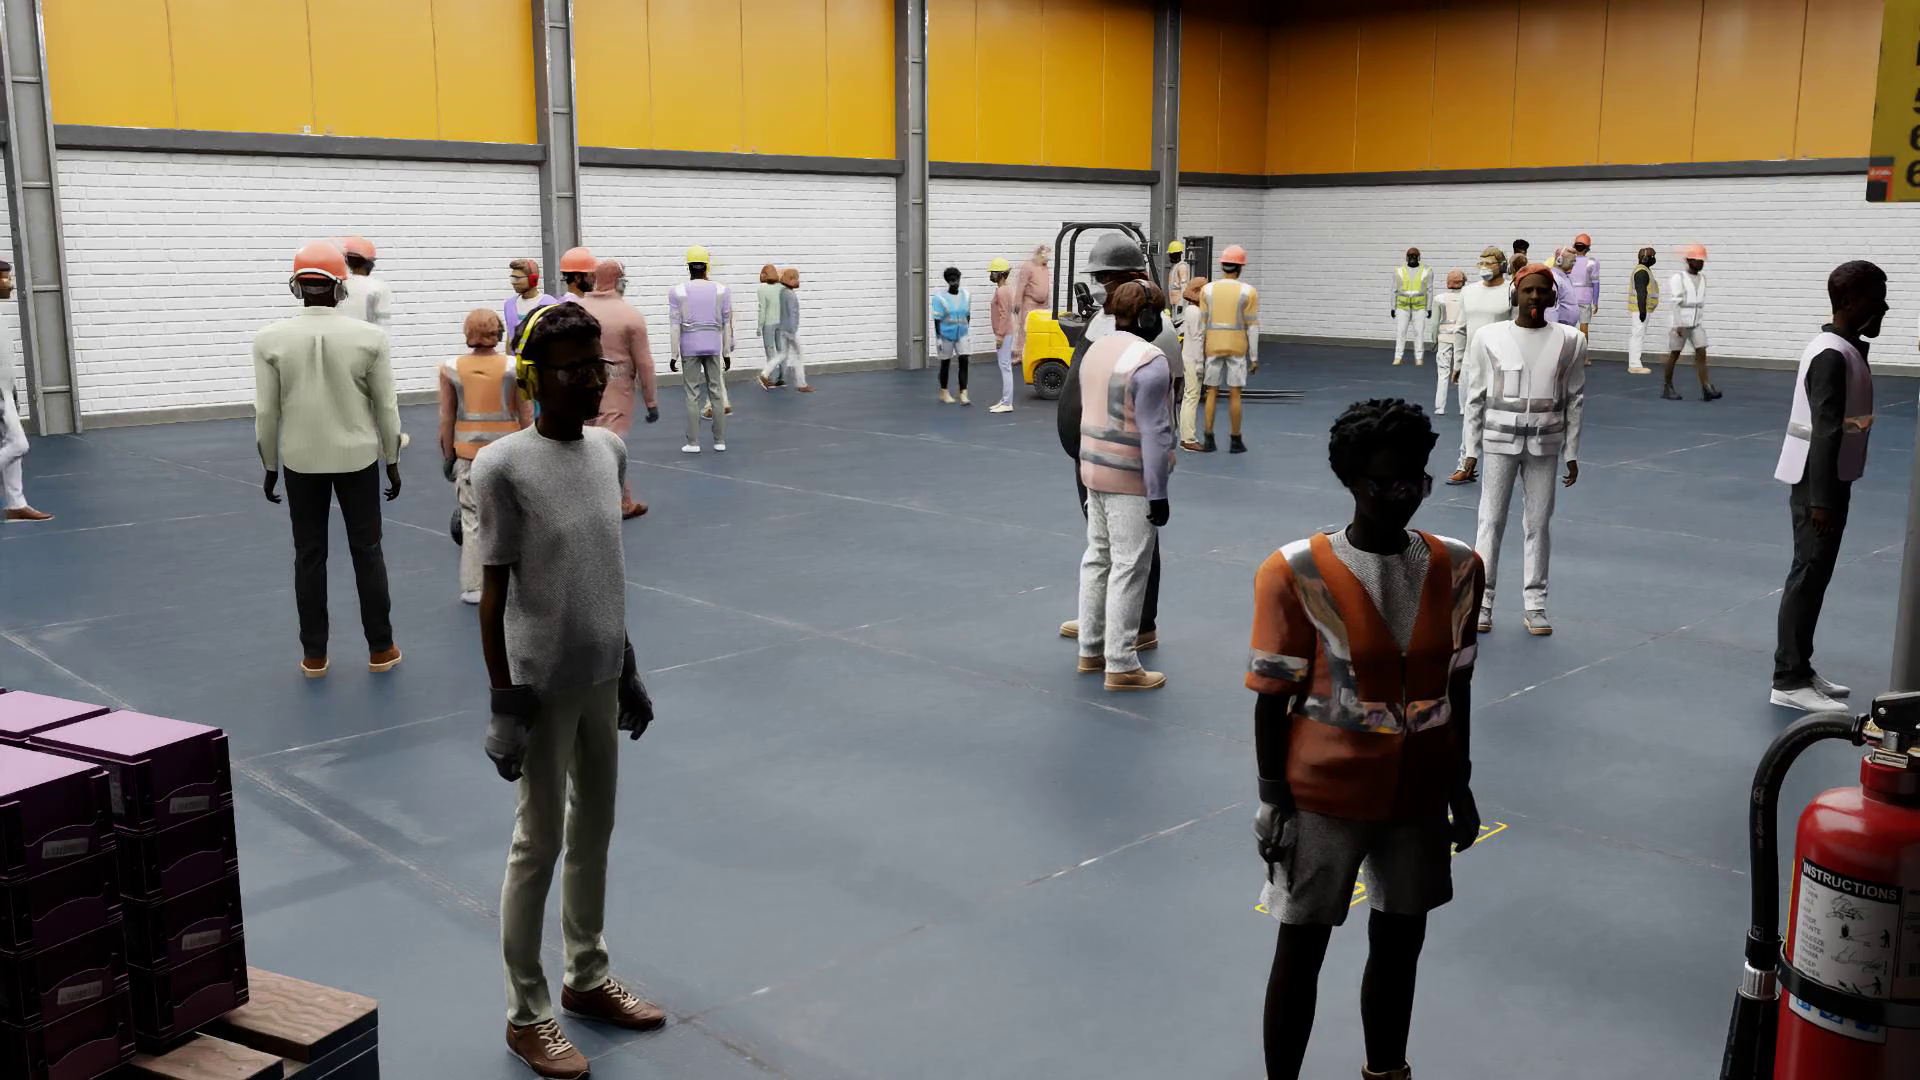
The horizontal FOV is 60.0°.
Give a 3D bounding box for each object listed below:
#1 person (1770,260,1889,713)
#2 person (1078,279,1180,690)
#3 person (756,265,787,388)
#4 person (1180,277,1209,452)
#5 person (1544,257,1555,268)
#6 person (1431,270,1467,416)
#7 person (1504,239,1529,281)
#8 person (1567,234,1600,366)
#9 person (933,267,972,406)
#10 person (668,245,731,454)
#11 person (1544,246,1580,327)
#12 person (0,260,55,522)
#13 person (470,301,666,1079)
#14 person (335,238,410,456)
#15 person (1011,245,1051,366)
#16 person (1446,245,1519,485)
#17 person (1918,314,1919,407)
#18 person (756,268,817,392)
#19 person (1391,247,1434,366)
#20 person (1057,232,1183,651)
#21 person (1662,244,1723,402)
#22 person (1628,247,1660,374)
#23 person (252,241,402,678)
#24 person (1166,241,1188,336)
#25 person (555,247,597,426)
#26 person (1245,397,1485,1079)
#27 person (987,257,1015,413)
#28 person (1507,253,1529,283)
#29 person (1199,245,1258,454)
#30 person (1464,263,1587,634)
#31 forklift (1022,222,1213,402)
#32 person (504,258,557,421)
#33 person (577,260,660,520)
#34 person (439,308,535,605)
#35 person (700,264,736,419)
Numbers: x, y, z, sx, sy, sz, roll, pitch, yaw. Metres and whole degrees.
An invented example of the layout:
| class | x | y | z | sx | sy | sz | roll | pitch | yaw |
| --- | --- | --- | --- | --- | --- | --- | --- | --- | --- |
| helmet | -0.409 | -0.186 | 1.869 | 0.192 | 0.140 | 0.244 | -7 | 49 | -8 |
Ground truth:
| class | x | y | z | sx | sy | sz | roll | pitch | yaw |
| --- | --- | --- | --- | --- | --- | --- | --- | --- | --- |
| person | 3.703 | -0.231 | 7.139 | 0.371 | 1.916 | 0.597 | 6 | 12 | 30 |
| person | 0.756 | -0.251 | 7.518 | 0.431 | 1.833 | 0.644 | -4 | 11 | -20 |
| person | -2.514 | -2.847 | 22.175 | 0.284 | 1.634 | 0.498 | 9 | 13 | 39 |
| person | 2.226 | -1.653 | 15.670 | 0.279 | 1.633 | 0.500 | 0 | 10 | 0 |
| person | 6.784 | -2.365 | 19.186 | 0.523 | 1.769 | 0.322 | 4 | 11 | 23 |
| person | 5.553 | -2.209 | 18.686 | 0.512 | 1.639 | 0.311 | 3 | 11 | 16 |
| person | 8.842 | -3.805 | 26.516 | 0.380 | 1.958 | 0.602 | 3 | 11 | 17 |
| person | 9.575 | -3.704 | 25.737 | 0.608 | 2.044 | 0.373 | 7 | 12 | 32 |
| person | -0.085 | -2.409 | 19.751 | 0.543 | 1.635 | 0.802 | -4 | 11 | -22 |
| person | -2.425 | -1.768 | 15.493 | 0.594 | 1.924 | 0.384 | -5 | 11 | -24 |
| person | 6.555 | -2.252 | 18.211 | 0.406 | 1.902 | 0.639 | 5 | 11 | 25 |
| person | -6.725 | -1.023 | 11.625 | 0.487 | 1.854 | 0.557 | -4 | 11 | -20 |
| person | -0.950 | 0.358 | 4.062 | 0.310 | 1.869 | 0.531 | 5 | 12 | 27 |
| person | -5.304 | -1.679 | 14.826 | 0.638 | 1.987 | 1.031 | 1 | 10 | 5 |
| person | 1.128 | -3.654 | 25.952 | 0.409 | 1.874 | 0.801 | 10 | 14 | 44 |
| person | 4.244 | -1.384 | 13.368 | 0.371 | 1.940 | 0.627 | -10 | 15 | -44 |
| person | 10.603 | -2.180 | 17.861 | 0.582 | 1.884 | 0.351 | 2 | 11 | 10 |
| person | -2.248 | -2.685 | 21.359 | 0.728 | 1.609 | 0.502 | -5 | 12 | -27 |
| person | 7.031 | -3.633 | 25.910 | 0.636 | 1.840 | 0.428 | 3 | 11 | 18 |
| person | 0.733 | -0.473 | 8.122 | 0.536 | 2.000 | 0.688 | -5 | 12 | -27 |
| person | 8.930 | -2.622 | 20.223 | 0.558 | 1.898 | 0.914 | -3 | 11 | -14 |
| person | 10.056 | -3.375 | 24.493 | 0.429 | 1.845 | 0.621 | 4 | 11 | 19 |
| person | -2.894 | -0.366 | 7.663 | 0.621 | 1.992 | 0.397 | -3 | 11 | -16 |
| person | 3.525 | -3.877 | 27.002 | 0.383 | 1.924 | 0.589 | -1 | 10 | -5 |
| person | -2.710 | -1.112 | 11.891 | 0.379 | 1.937 | 0.547 | -5 | 11 | -24 |
| person | 0.859 | 0.541 | 3.529 | 0.541 | 1.696 | 0.315 | -3 | 11 | -14 |
| person | 0.465 | -2.340 | 19.054 | 0.328 | 1.769 | 0.526 | 1 | 10 | 4 |
| person | 5.648 | -1.989 | 16.928 | 0.505 | 1.844 | 0.346 | 3 | 11 | 18 |
| person | 2.490 | -1.767 | 15.471 | 0.557 | 1.935 | 0.374 | 4 | 11 | 22 |
| person | 2.859 | -0.457 | 8.462 | 0.574 | 1.885 | 0.356 | 2 | 11 | 12 |
| forklift | 1.935 | -2.847 | 20.651 | 2.313 | 2.155 | 1.214 | 2 | 11 | 13 |
| person | -3.342 | -1.288 | 13.110 | 0.568 | 1.840 | 0.374 | 6 | 12 | 29 |
| person | -2.409 | -0.990 | 11.466 | 0.650 | 1.859 | 0.979 | 5 | 12 | 26 |
| person | -2.582 | -0.451 | 9.130 | 0.524 | 1.633 | 0.330 | 0 | 10 | -2 |
| person | -2.804 | -2.244 | 18.400 | 0.532 | 1.814 | 0.834 | 6 | 12 | 29 |
